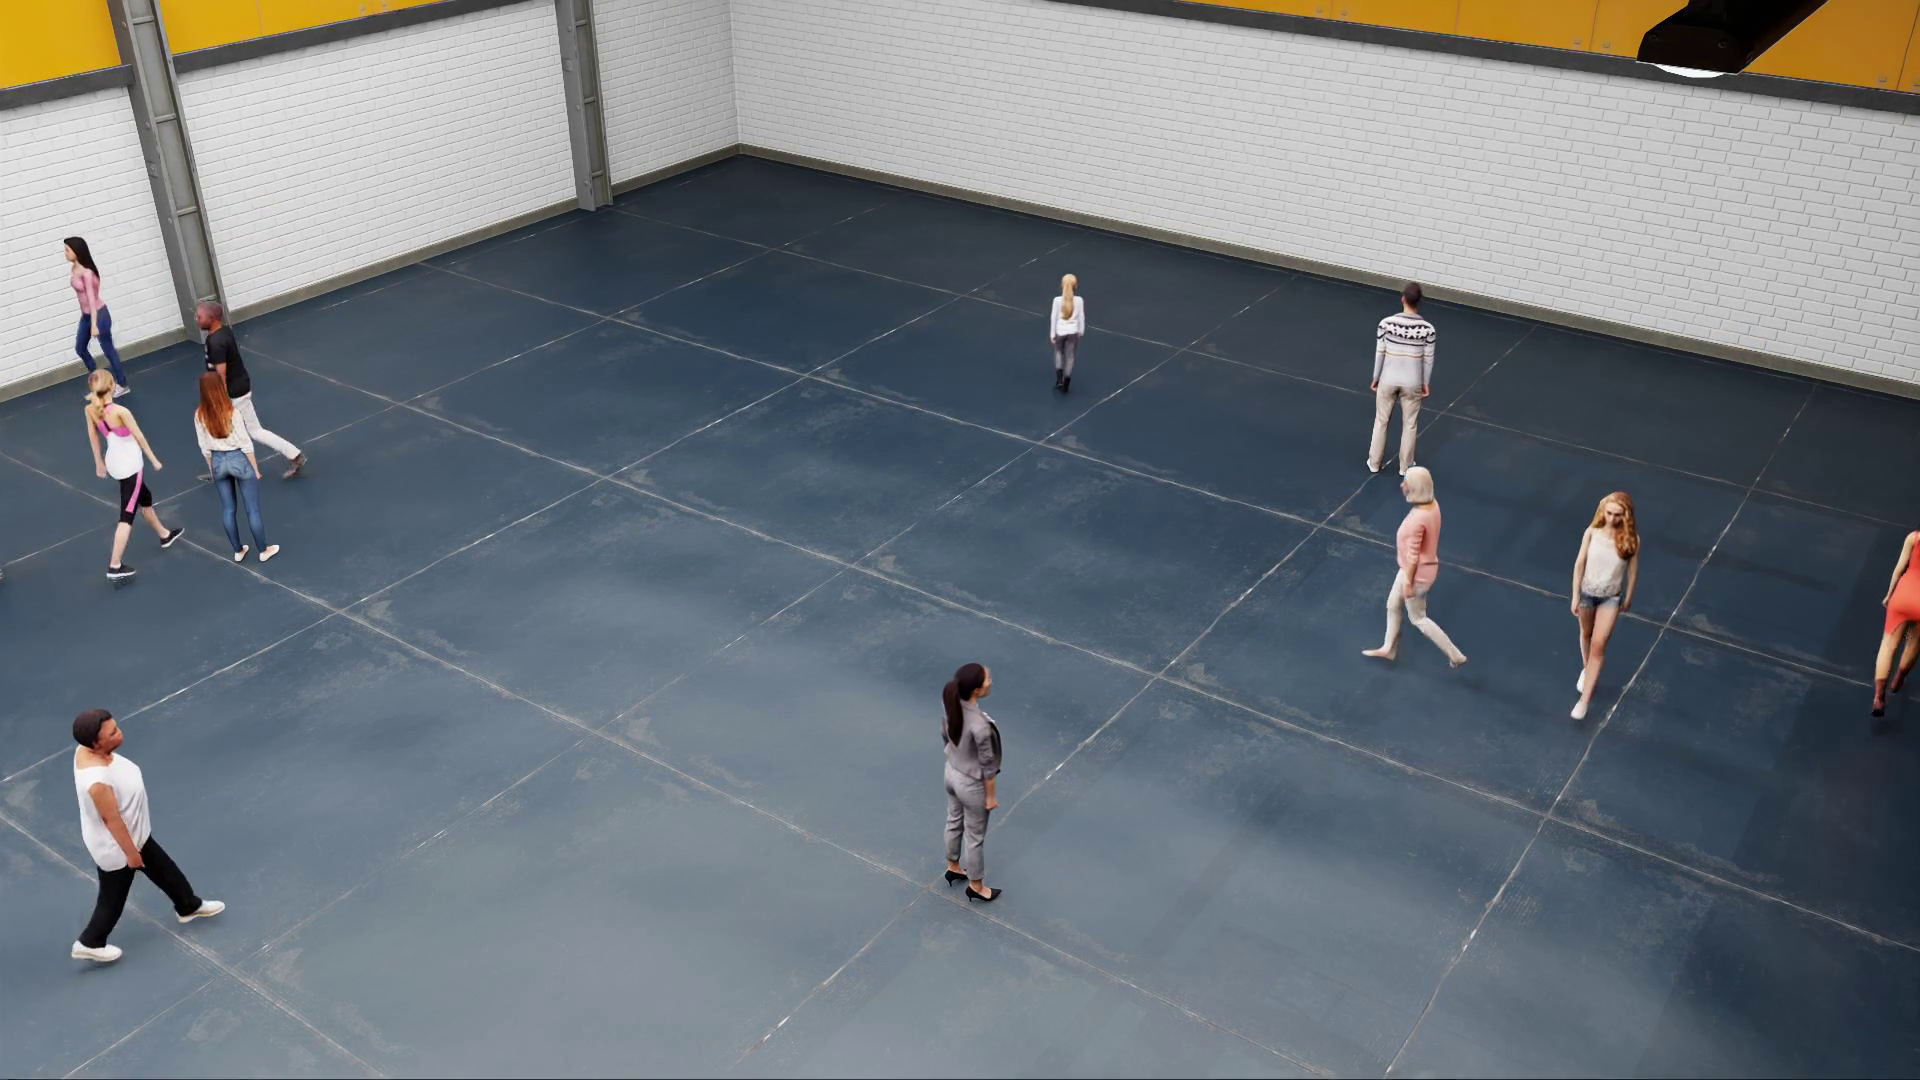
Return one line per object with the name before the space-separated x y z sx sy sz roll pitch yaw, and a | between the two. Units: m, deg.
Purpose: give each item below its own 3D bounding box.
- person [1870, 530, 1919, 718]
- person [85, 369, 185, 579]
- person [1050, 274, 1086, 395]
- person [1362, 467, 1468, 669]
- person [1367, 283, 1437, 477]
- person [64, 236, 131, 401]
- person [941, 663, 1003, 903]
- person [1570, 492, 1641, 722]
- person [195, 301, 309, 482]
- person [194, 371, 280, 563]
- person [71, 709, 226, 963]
person | 6.851 0.516 11.962 0.602 1.688 1.083 17 33 28
person | -6.975 -0.516 13.794 0.809 1.745 1.221 10 30 17
person | 1.105 -2.113 17.221 0.611 1.267 0.673 3 29 6
person | 3.505 0.260 12.429 0.809 1.690 1.003 14 31 23
person | 4.096 -1.485 15.449 0.752 1.860 0.684 8 30 15
person | -8.796 -2.292 17.061 0.632 1.735 0.688 23 36 36
person | 0.048 1.485 10.194 0.692 1.680 0.693 -19 34 -31
person | 4.679 0.386 12.159 0.596 1.728 1.044 16 33 27
person | -6.567 -1.335 15.269 1.310 1.771 1.161 -10 30 -17
person | -6.130 -0.616 13.996 0.652 1.728 0.674 1 29 1
person | -4.986 1.746 9.740 1.198 1.656 0.990 -14 31 -23
